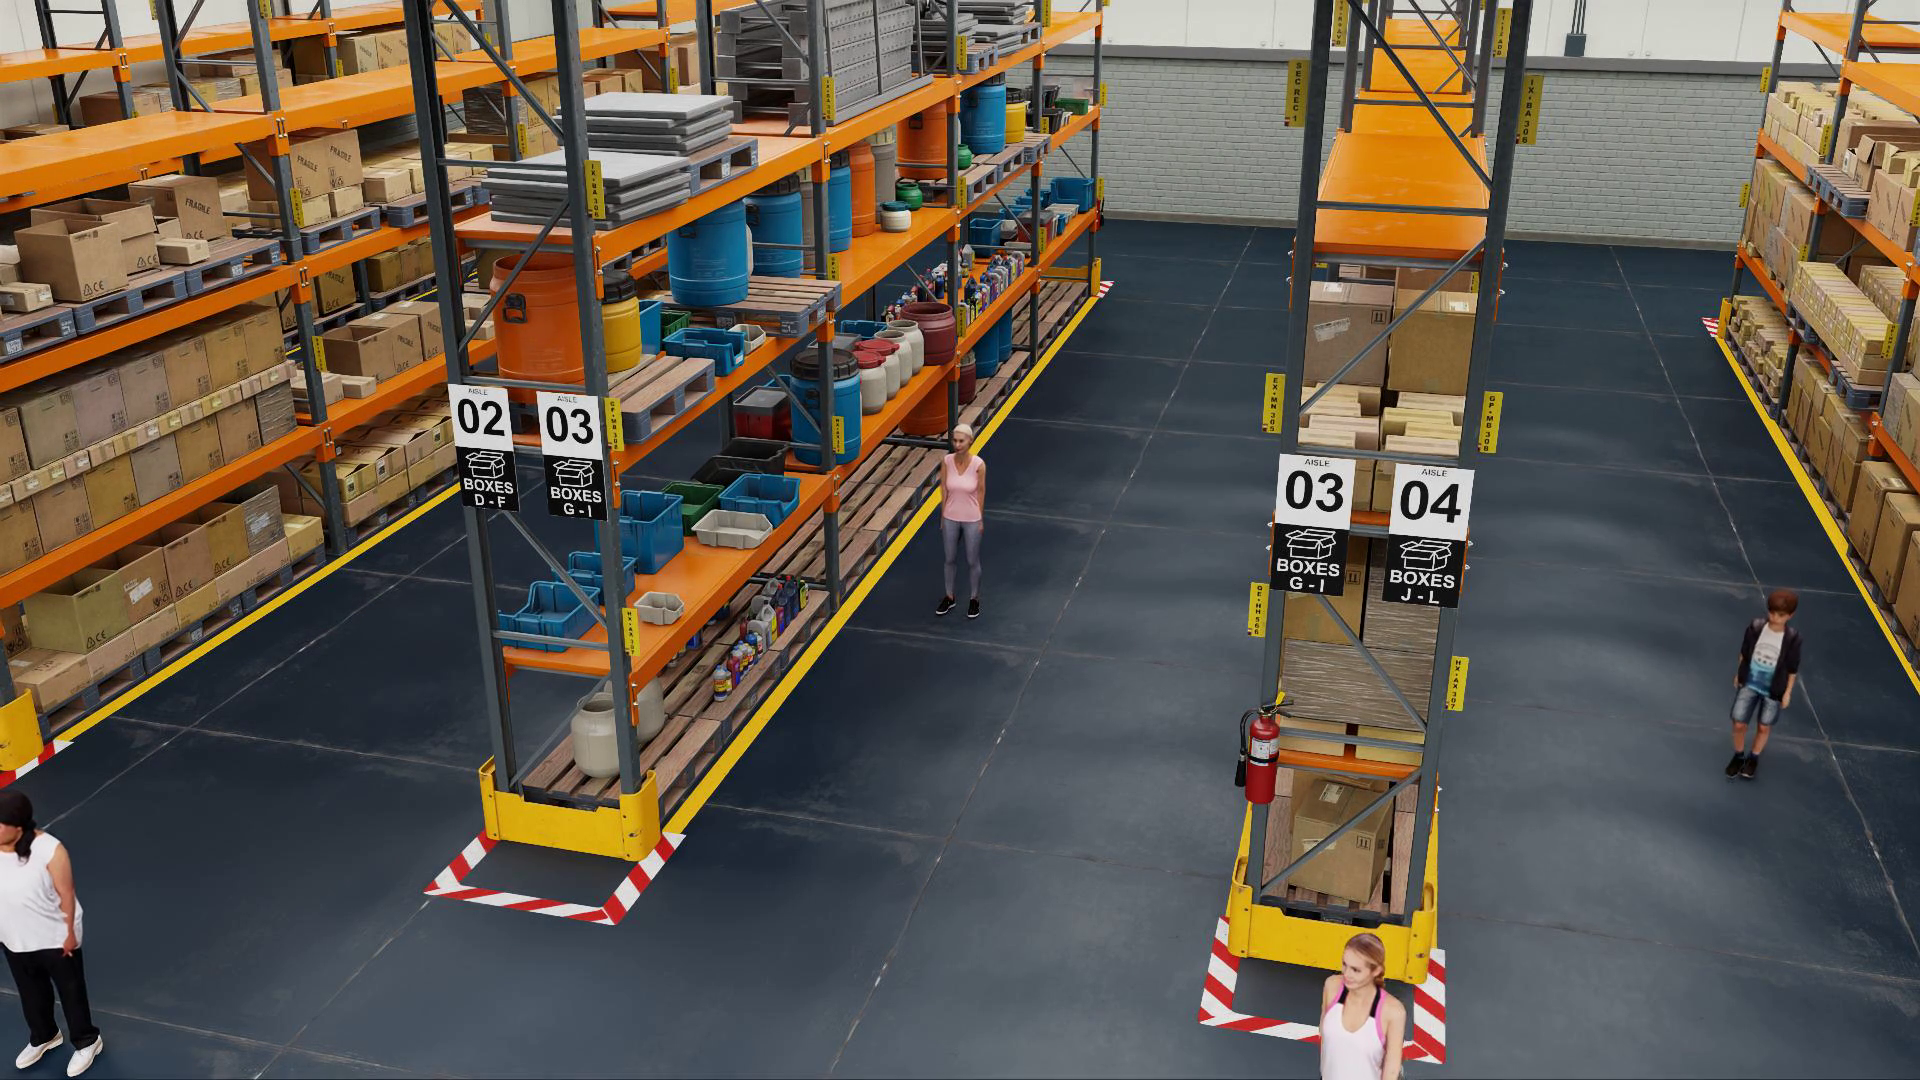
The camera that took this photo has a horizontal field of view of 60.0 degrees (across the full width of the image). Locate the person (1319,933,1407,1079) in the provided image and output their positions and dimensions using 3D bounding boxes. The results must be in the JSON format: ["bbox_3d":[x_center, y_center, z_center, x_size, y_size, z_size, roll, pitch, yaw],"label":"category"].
[{"bbox_3d":[1.868,2.540,7.626,0.949,1.739,1.205,19,29,38],"label":"person"}]

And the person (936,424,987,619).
[{"bbox_3d":[0.024,-0.183,14.301,0.558,1.726,0.506,7,23,16],"label":"person"}]

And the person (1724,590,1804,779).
[{"bbox_3d":[5.712,1.002,11.782,0.637,1.439,0.674,15,27,33],"label":"person"}]

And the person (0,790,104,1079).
[{"bbox_3d":[-4.918,2.070,8.844,0.643,1.687,0.596,7,23,16],"label":"person"}]
